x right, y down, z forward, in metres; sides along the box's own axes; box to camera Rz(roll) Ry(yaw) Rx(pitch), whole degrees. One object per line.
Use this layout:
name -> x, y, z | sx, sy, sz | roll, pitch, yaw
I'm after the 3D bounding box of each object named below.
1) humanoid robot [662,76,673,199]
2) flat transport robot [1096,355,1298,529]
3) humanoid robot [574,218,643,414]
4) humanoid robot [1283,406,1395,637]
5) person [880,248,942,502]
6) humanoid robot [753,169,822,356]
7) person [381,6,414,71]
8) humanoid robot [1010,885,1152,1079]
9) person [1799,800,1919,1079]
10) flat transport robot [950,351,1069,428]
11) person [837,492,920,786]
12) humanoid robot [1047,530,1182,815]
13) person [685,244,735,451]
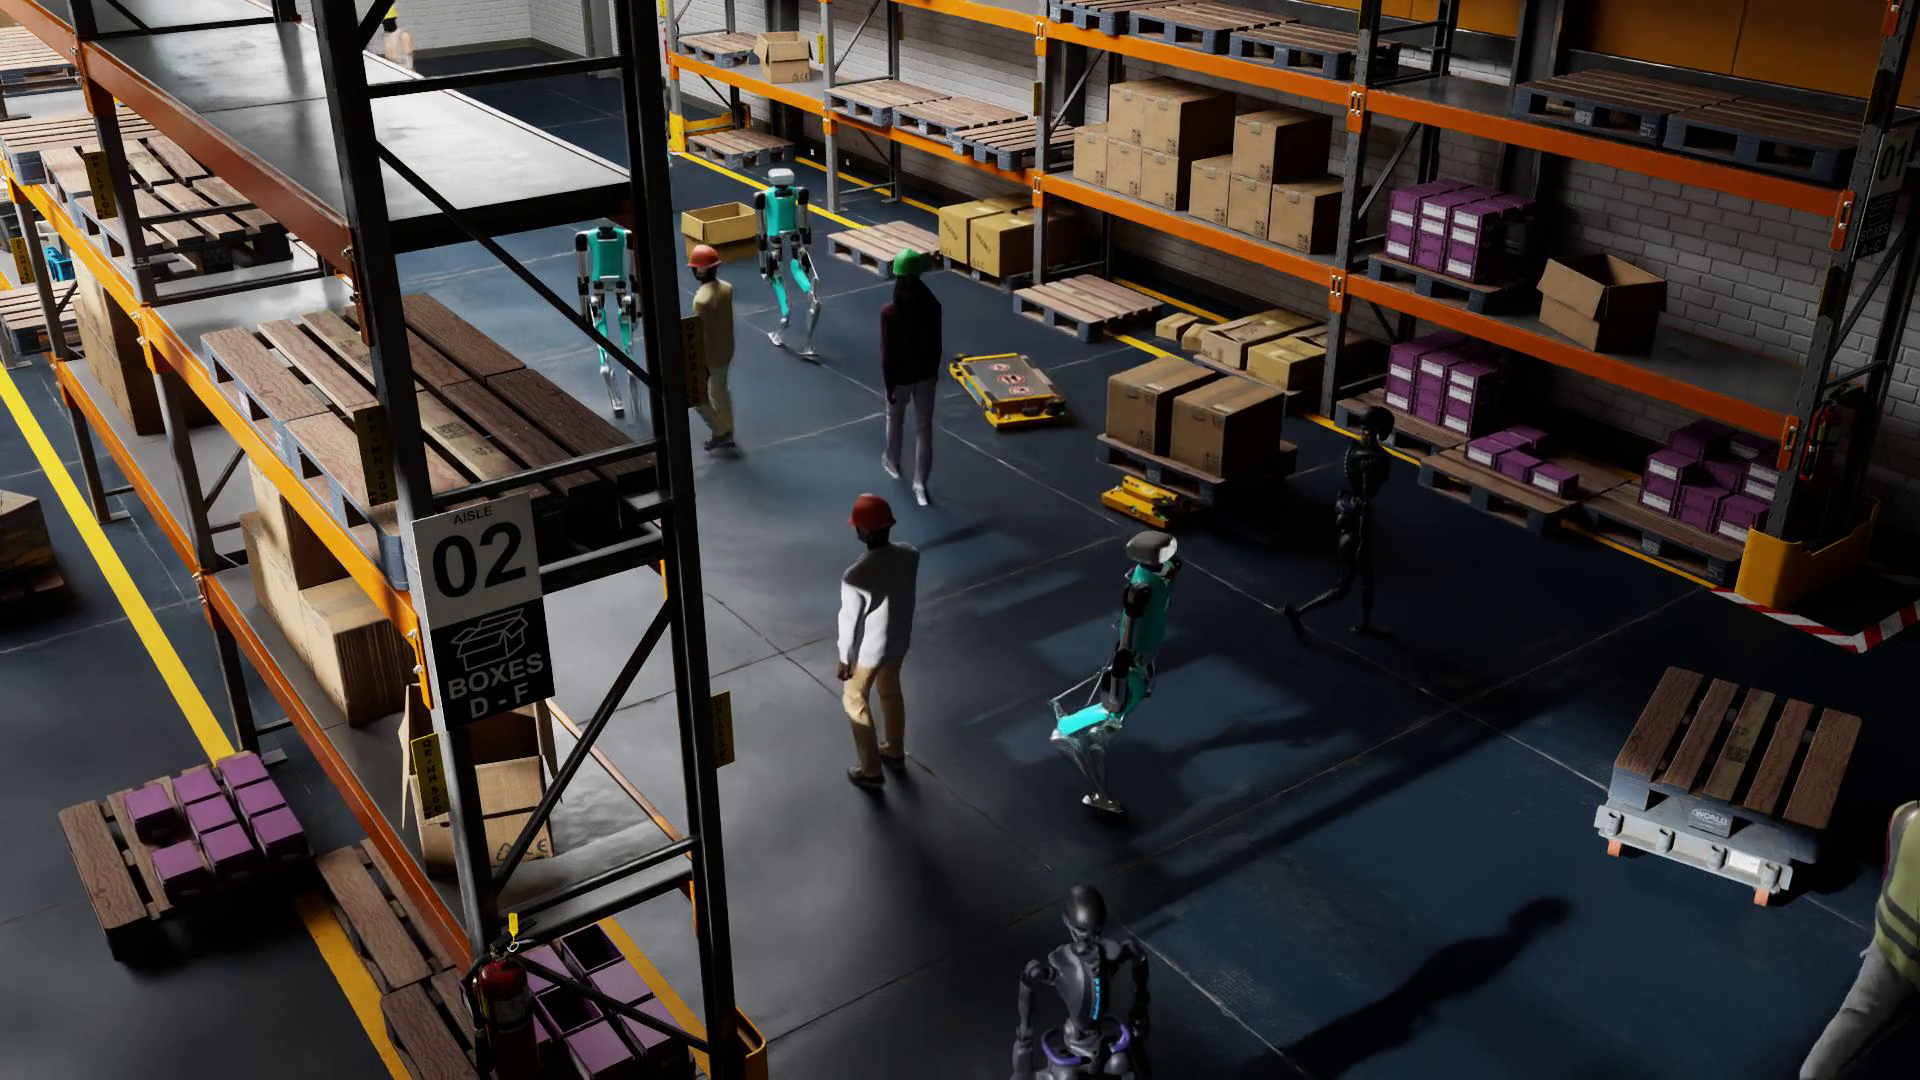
humanoid robot -> -3.657, -4.777, 19.903 | 0.530, 1.770, 1.009 | -11, 29, -21
flat transport robot -> 1.815, -0.469, 12.919 | 1.431, 0.231, 0.659 | -23, 35, -38
humanoid robot -> -2.921, -1.801, 14.067 | 0.546, 1.905, 0.723 | -7, 27, -13
humanoid robot -> 2.493, -0.115, 10.683 | 0.698, 1.633, 0.614 | 4, 27, 9
person -> -0.385, -1.306, 12.754 | 0.488, 1.913, 0.922 | -5, 27, -10
humanoid robot -> -1.529, -2.486, 15.365 | 0.531, 1.765, 1.039 | -12, 29, -23
person -> -7.688, -6.438, 22.983 | 0.586, 1.890, 0.804 | 16, 31, 29
humanoid robot -> 0.480, 2.028, 6.450 | 0.612, 1.627, 0.804 | -9, 28, -18
person -> 3.996, 1.702, 6.898 | 0.948, 1.797, 0.635 | -8, 28, -15
flat transport robot -> 0.416, -1.347, 14.667 | 0.659, 0.231, 1.431 | -8, 28, -15
person -> -0.463, 0.551, 9.243 | 0.357, 1.743, 0.583 | 20, 33, 34
humanoid robot -> 0.768, 0.785, 8.923 | 0.719, 1.898, 0.541 | 14, 30, 25
person -> -2.021, -1.527, 13.385 | 0.397, 1.733, 0.583 | 9, 28, 17
